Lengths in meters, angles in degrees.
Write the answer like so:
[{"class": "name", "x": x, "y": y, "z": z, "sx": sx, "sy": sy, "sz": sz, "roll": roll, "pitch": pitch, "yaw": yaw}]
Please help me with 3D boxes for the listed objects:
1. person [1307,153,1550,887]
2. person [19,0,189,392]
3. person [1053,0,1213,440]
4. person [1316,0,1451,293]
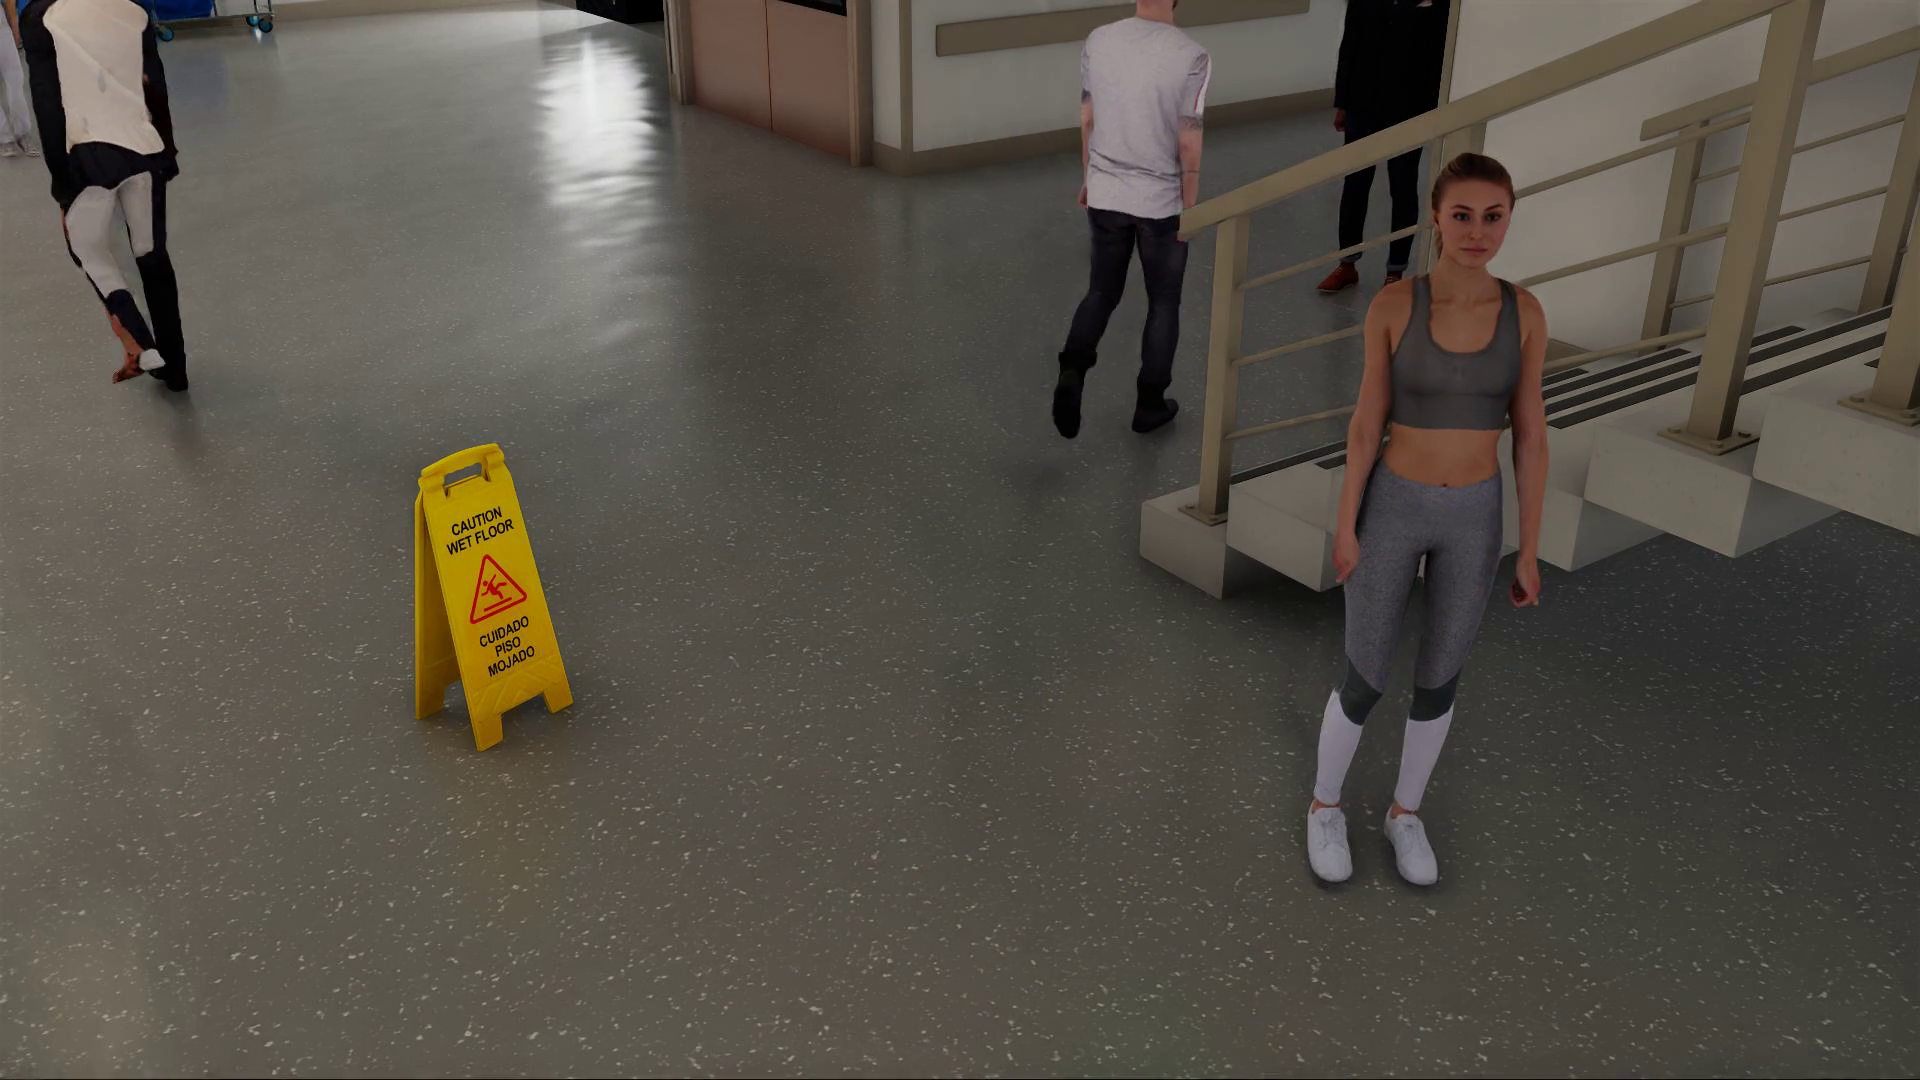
[{"class": "person", "x": 1.072, "y": -0.037, "z": 3.800, "sx": 0.711, "sy": 1.699, "sz": 0.758, "roll": 1, "pitch": 26, "yaw": 2}, {"class": "person", "x": -3.319, "y": -1.471, "z": 6.571, "sx": 0.735, "sy": 1.876, "sz": 0.775, "roll": 19, "pitch": 32, "yaw": 34}, {"class": "person", "x": 0.605, "y": -1.213, "z": 6.106, "sx": 1.039, "sy": 1.815, "sz": 0.983, "roll": 14, "pitch": 29, "yaw": 27}, {"class": "person", "x": 2.024, "y": -2.038, "z": 7.813, "sx": 0.668, "sy": 1.818, "sz": 0.824, "roll": 17, "pitch": 31, "yaw": 32}]
